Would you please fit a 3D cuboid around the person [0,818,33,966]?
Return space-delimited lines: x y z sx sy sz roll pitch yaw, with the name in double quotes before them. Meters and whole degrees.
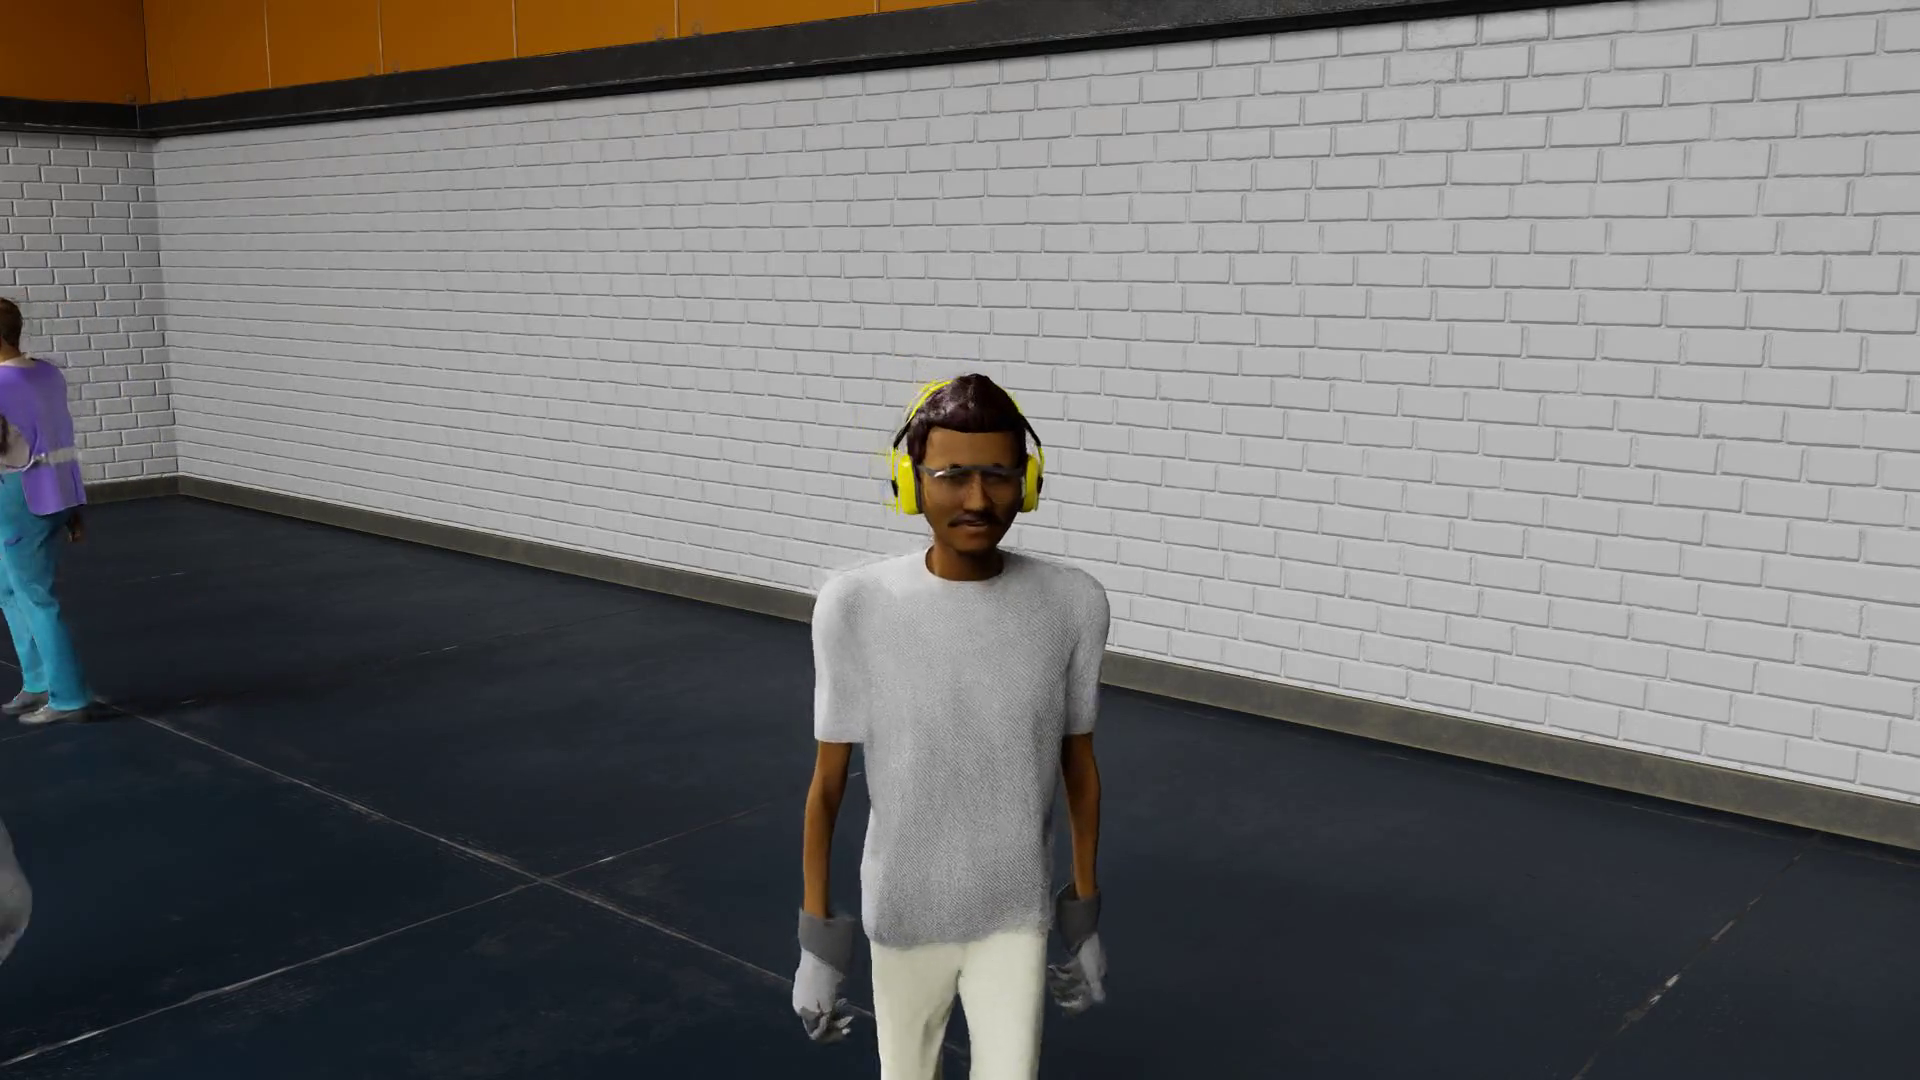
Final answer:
"person" -2.215 0.471 3.410 0.441 1.931 0.606 -2 10 -11

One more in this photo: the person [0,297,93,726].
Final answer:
"person" -3.985 -0.105 6.979 0.603 1.821 0.613 0 10 0

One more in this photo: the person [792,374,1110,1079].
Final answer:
"person" -0.014 0.621 2.846 0.538 1.842 0.911 -1 10 -4
